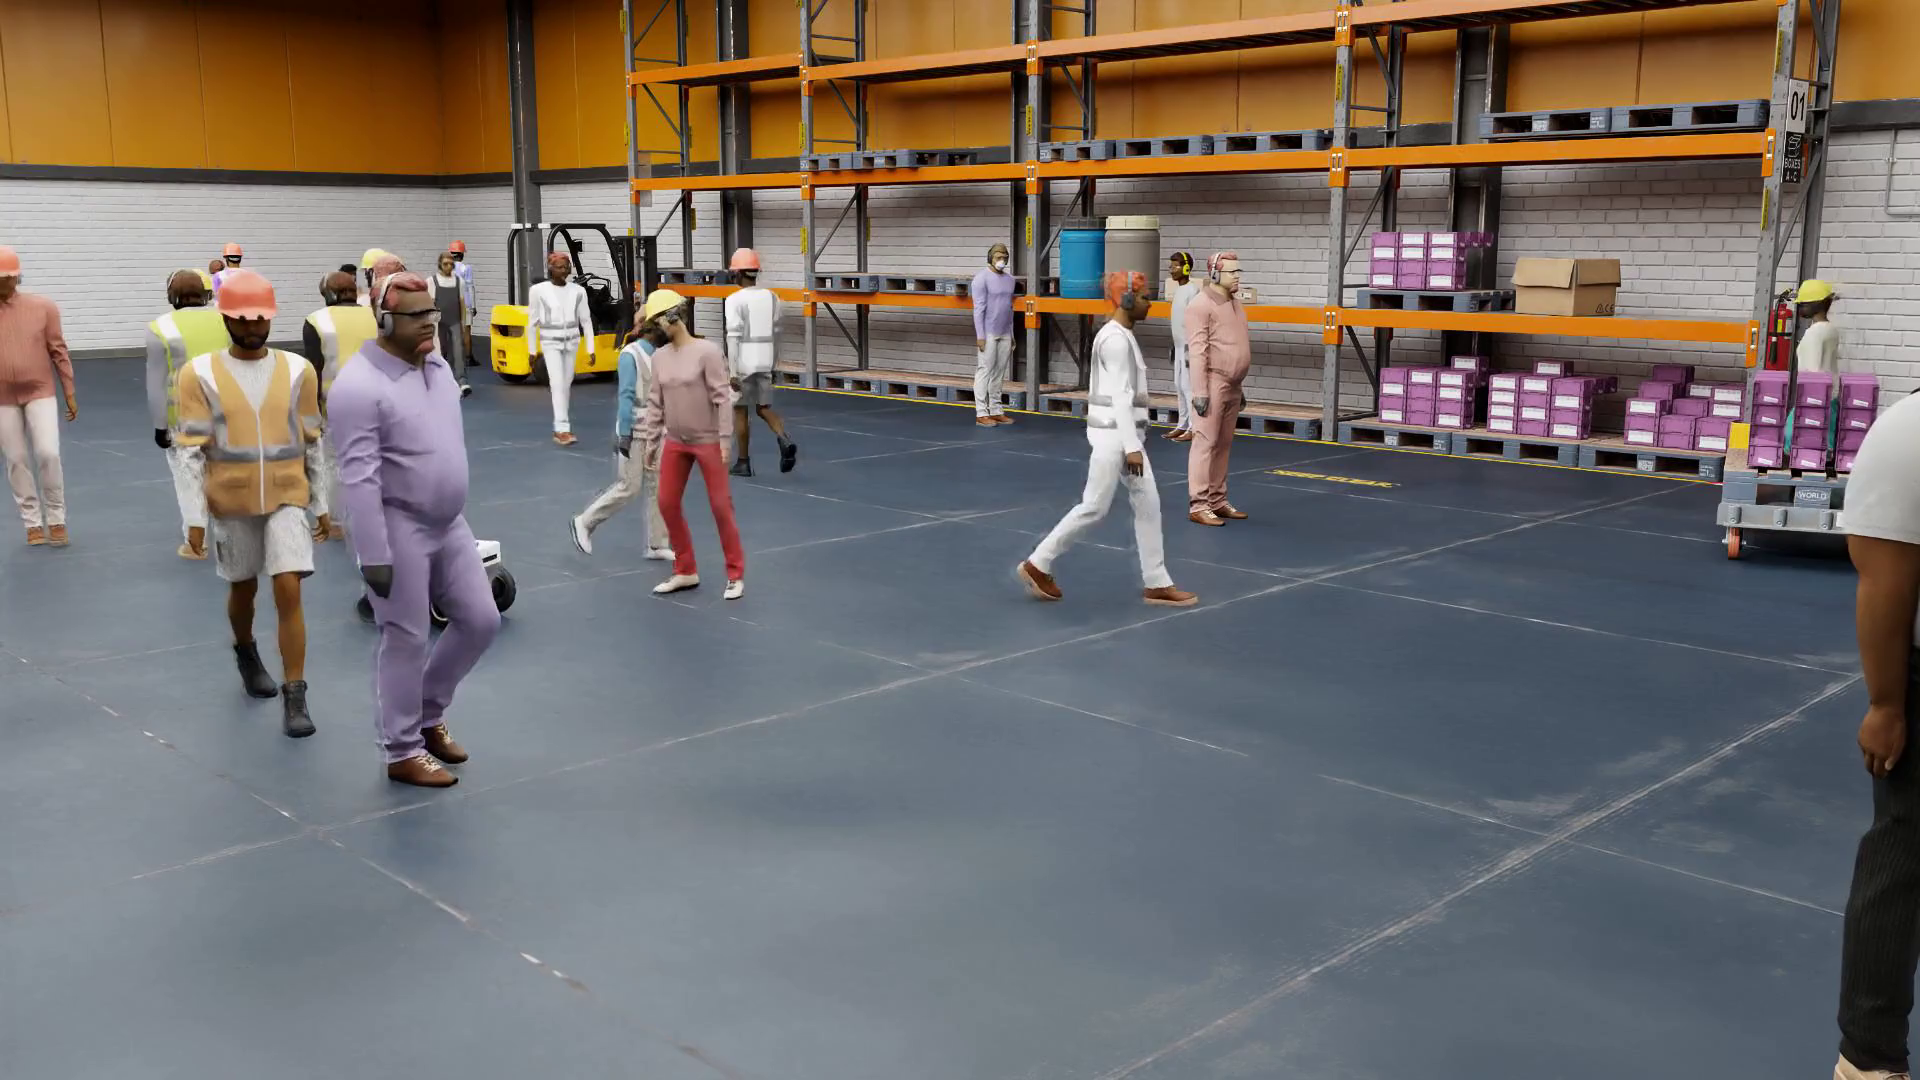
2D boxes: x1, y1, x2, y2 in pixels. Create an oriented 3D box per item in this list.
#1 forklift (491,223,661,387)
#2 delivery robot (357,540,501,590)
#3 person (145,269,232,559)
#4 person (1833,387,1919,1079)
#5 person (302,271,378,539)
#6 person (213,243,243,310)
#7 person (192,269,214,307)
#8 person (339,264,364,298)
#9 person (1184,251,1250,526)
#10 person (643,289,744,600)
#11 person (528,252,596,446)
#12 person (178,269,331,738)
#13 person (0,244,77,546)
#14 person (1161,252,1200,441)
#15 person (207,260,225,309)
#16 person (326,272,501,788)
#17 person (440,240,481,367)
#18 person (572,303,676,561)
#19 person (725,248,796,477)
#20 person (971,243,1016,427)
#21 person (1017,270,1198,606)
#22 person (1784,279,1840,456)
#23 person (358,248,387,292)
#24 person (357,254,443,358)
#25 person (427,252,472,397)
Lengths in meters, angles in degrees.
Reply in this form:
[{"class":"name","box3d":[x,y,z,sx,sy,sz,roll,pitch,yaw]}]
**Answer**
[{"class":"forklift","box3d":[-5.316,-3.263,22.920,2.313,2.155,1.214,-10,14,-44]},{"class":"delivery robot","box3d":[-2.789,0.112,8.733,0.707,0.478,0.477,3,11,15]},{"class":"person","box3d":[-4.687,-0.761,10.311,0.616,1.825,0.626,9,13,39]},{"class":"person","box3d":[2.352,0.333,3.730,0.689,2.000,0.537,-3,11,-16]},{"class":"person","box3d":[-4.009,-0.853,10.884,0.644,1.785,0.917,-9,13,-39]},{"class":"person","box3d":[-8.993,-2.722,20.699,0.542,1.932,0.382,-9,14,-41]},{"class":"person","box3d":[-5.734,-1.161,12.621,0.525,1.770,0.307,-4,11,-21]},{"class":"person","box3d":[-7.962,-2.769,21.690,0.854,1.657,0.534,3,11,14]},{"class":"person","box3d":[1.836,-1.063,11.710,0.409,1.909,0.639,7,13,35]},{"class":"person","box3d":[-1.482,-0.529,9.297,0.581,1.722,0.364,6,12,29]},{"class":"person","box3d":[-3.785,-1.826,15.999,0.612,1.852,0.853,-7,13,-35]},{"class":"person","box3d":[-2.951,-0.182,6.978,0.578,1.900,0.937,-6,12,-29]},{"class":"person","box3d":[-6.061,-0.912,10.709,0.654,1.966,0.636,-6,12,-28]},{"class":"person","box3d":[2.203,-1.897,16.416,0.318,1.853,0.509,-2,11,-13]},{"class":"person","box3d":[-11.626,-3.573,26.122,0.523,1.638,0.311,-1,10,-4]},{"class":"person","box3d":[-1.976,-0.023,6.078,0.441,1.887,0.668,3,11,18]},{"class":"person","box3d":[-7.728,-3.647,25.710,0.543,1.939,0.361,2,11,12]},{"class":"person","box3d":[-2.059,-0.656,10.298,0.615,1.611,0.537,4,11,20]},{"class":"person","box3d":[-1.698,-1.459,13.821,0.557,1.924,0.677,-10,14,-43]},{"class":"person","box3d":[0.378,-2.180,17.721,0.378,1.937,0.628,9,14,40]},{"class":"person","box3d":[0.805,-0.548,9.089,0.948,1.851,0.589,3,11,16]},{"class":"person","box3d":[6.274,-1.046,12.172,0.550,1.706,0.961,-9,14,-42]},{"class":"person","box3d":[-5.133,-1.595,14.617,0.880,1.890,0.602,2,11,9]},{"class":"person","box3d":[-3.852,-0.985,11.326,0.661,1.899,0.490,0,10,-2]},{"class":"person","box3d":[-6.412,-2.686,20.827,0.542,1.796,0.939,-5,12,-27]}]
